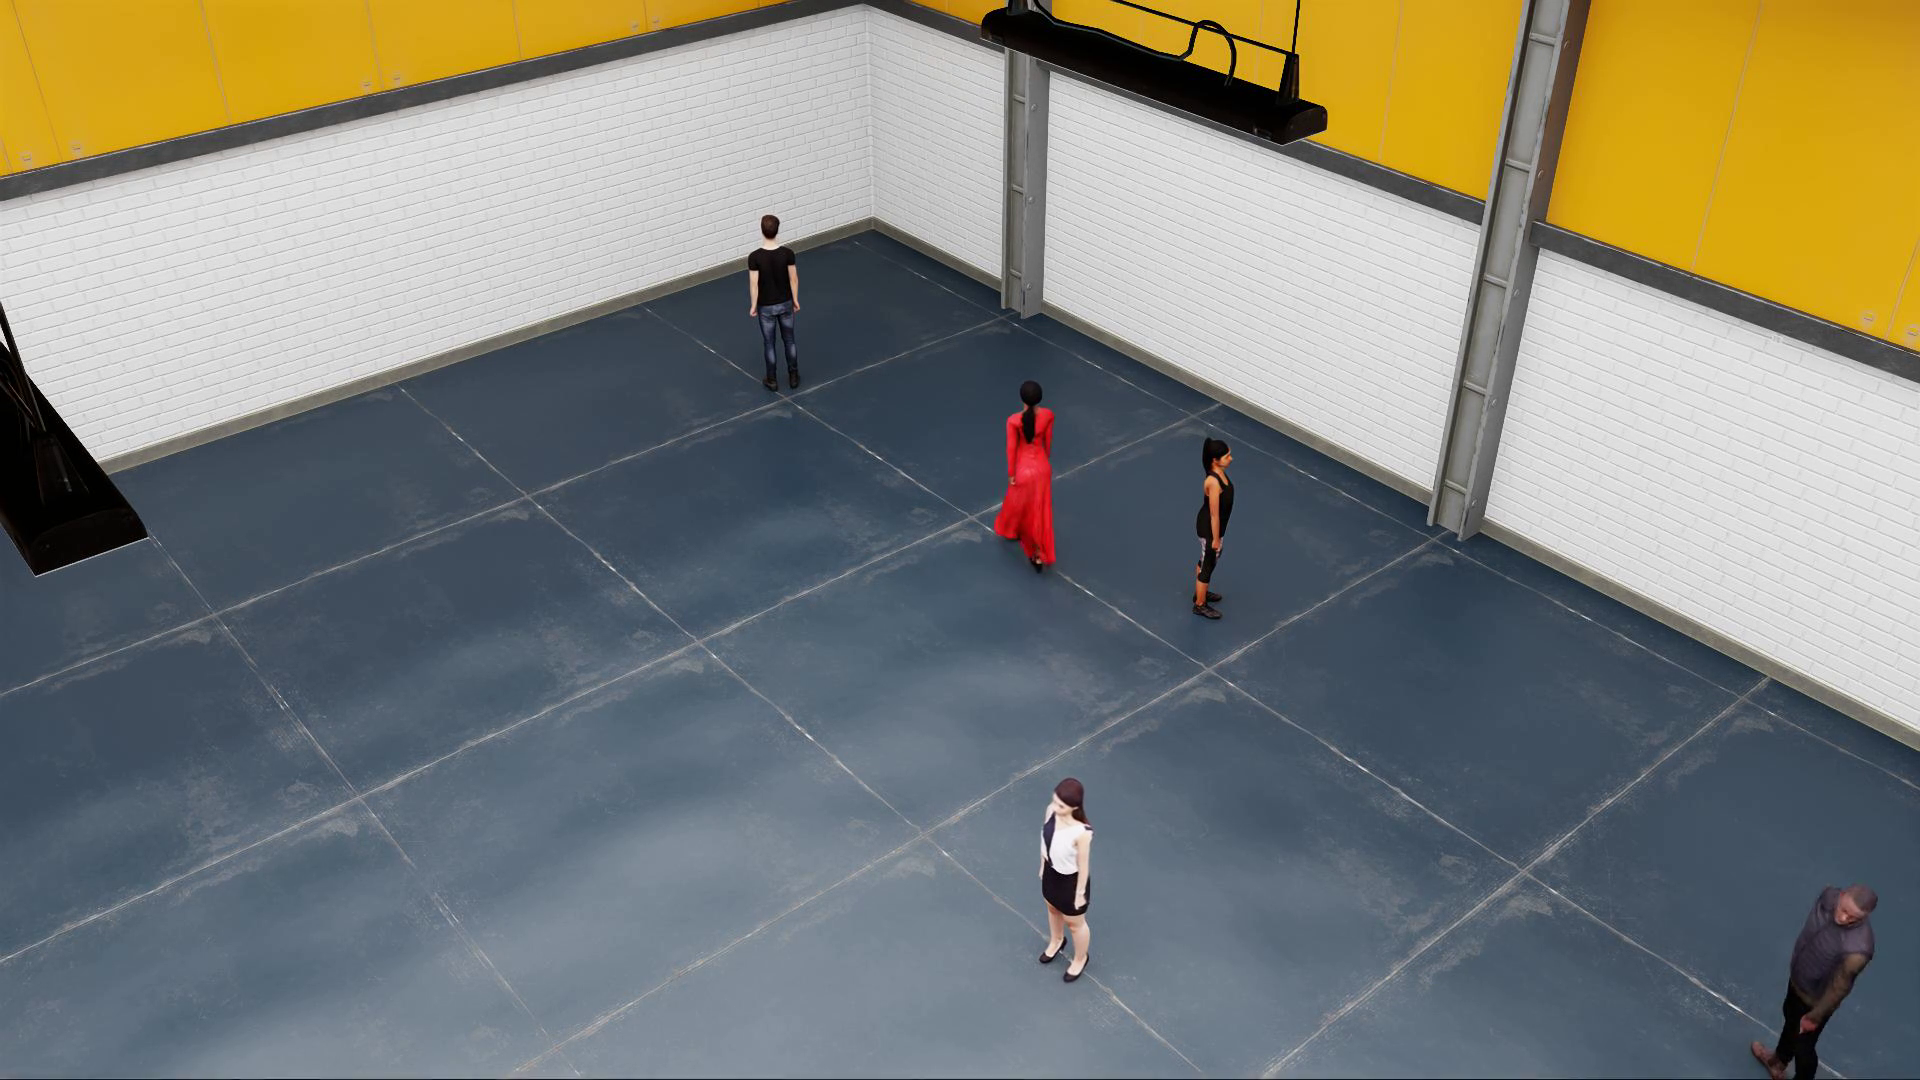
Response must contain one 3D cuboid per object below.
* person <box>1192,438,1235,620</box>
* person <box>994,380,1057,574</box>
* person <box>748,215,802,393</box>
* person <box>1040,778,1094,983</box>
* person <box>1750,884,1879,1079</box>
[{"bbox_3d":[2.101,-0.119,13.880,0.698,1.661,0.649,4,34,7],"label":"person"},{"bbox_3d":[0.641,-0.512,14.407,0.884,1.731,1.230,-12,36,-18],"label":"person"},{"bbox_3d":[-1.901,-2.436,17.152,0.755,1.896,0.729,-9,35,-13],"label":"person"},{"bbox_3d":[0.672,2.137,10.499,0.597,1.647,0.449,-25,41,-32],"label":"person"},{"bbox_3d":[5.001,2.560,9.711,0.869,1.814,0.840,14,36,20],"label":"person"}]
